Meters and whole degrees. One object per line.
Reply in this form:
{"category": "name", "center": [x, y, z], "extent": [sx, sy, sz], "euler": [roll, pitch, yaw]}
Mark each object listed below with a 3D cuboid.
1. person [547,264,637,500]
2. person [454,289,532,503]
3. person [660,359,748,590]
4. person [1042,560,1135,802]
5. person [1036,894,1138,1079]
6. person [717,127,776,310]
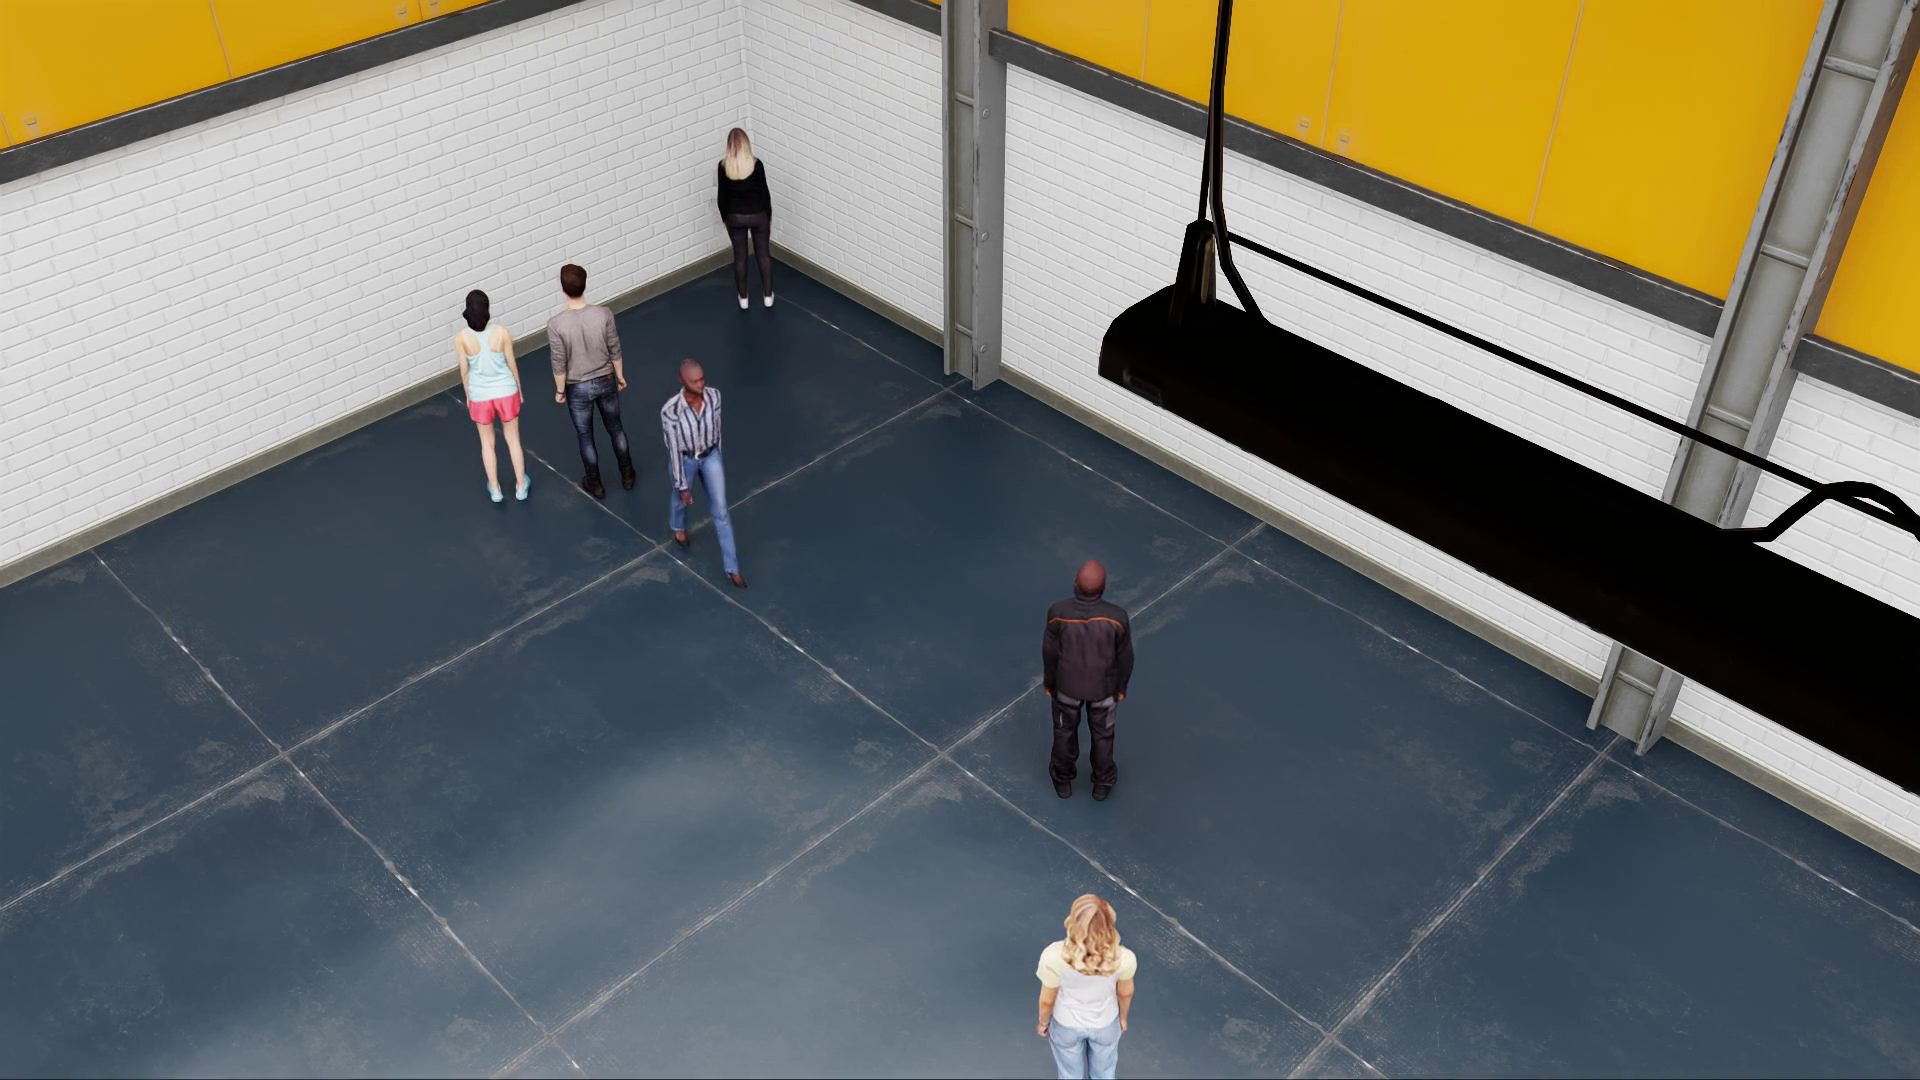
{"category": "person", "center": [-2.741, -1.161, 12.344], "extent": [0.757, 1.903, 0.687], "euler": [-17, 42, -20]}
{"category": "person", "center": [-3.446, -1.063, 12.333], "extent": [0.669, 1.764, 0.704], "euler": [-10, 40, -13]}
{"category": "person", "center": [-1.912, -0.534, 11.691], "extent": [0.788, 1.739, 1.200], "euler": [-22, 44, -25]}
{"category": "person", "center": [0.749, 0.841, 9.899], "extent": [0.767, 1.825, 0.853], "euler": [4, 39, 5]}
{"category": "person", "center": [0.611, 2.341, 8.105], "extent": [0.702, 1.722, 0.752], "euler": [-2, 39, -3]}
{"category": "person", "center": [-1.880, -2.799, 14.571], "extent": [0.688, 1.683, 0.743], "euler": [0, 39, 0]}
